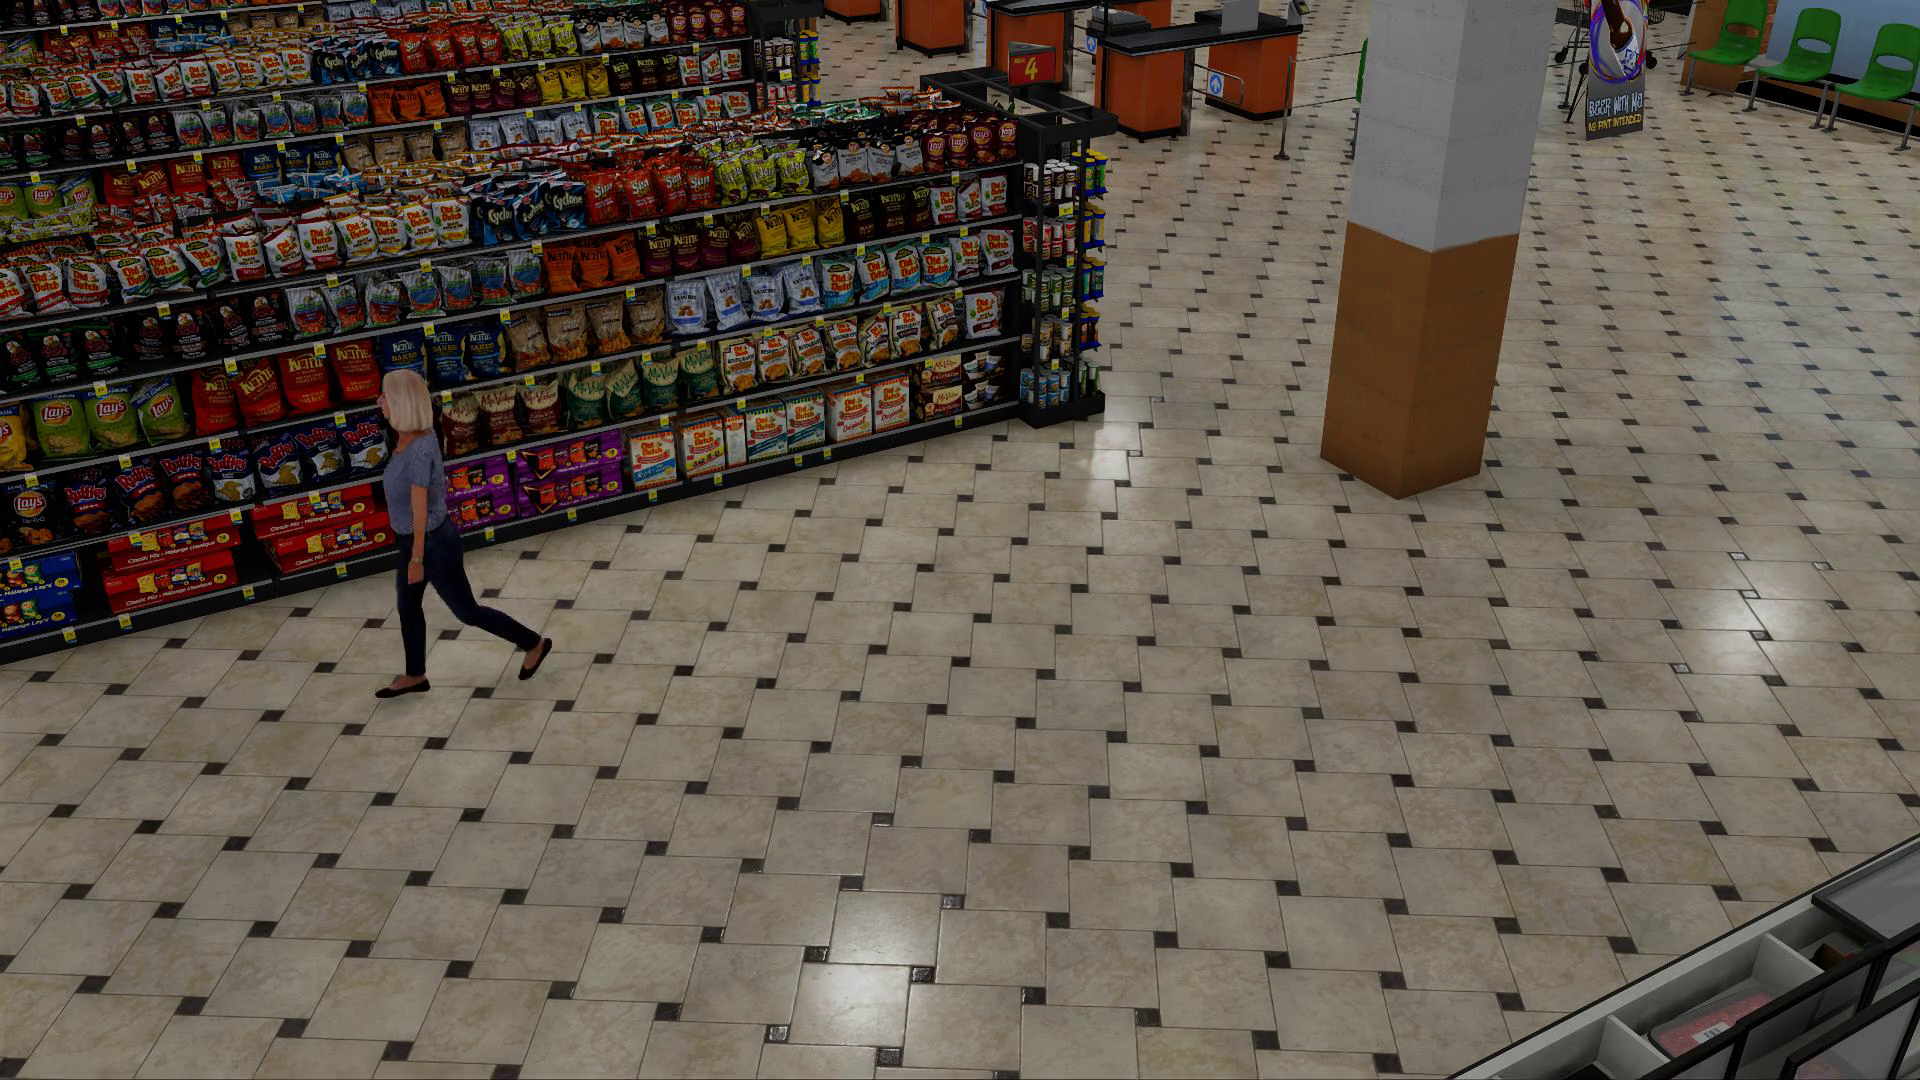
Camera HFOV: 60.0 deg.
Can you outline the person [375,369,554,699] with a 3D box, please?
[{"bbox_3d":[-2.395,0.006,7.825,1.093,1.694,0.639,-12,31,-21],"label":"person"}]
